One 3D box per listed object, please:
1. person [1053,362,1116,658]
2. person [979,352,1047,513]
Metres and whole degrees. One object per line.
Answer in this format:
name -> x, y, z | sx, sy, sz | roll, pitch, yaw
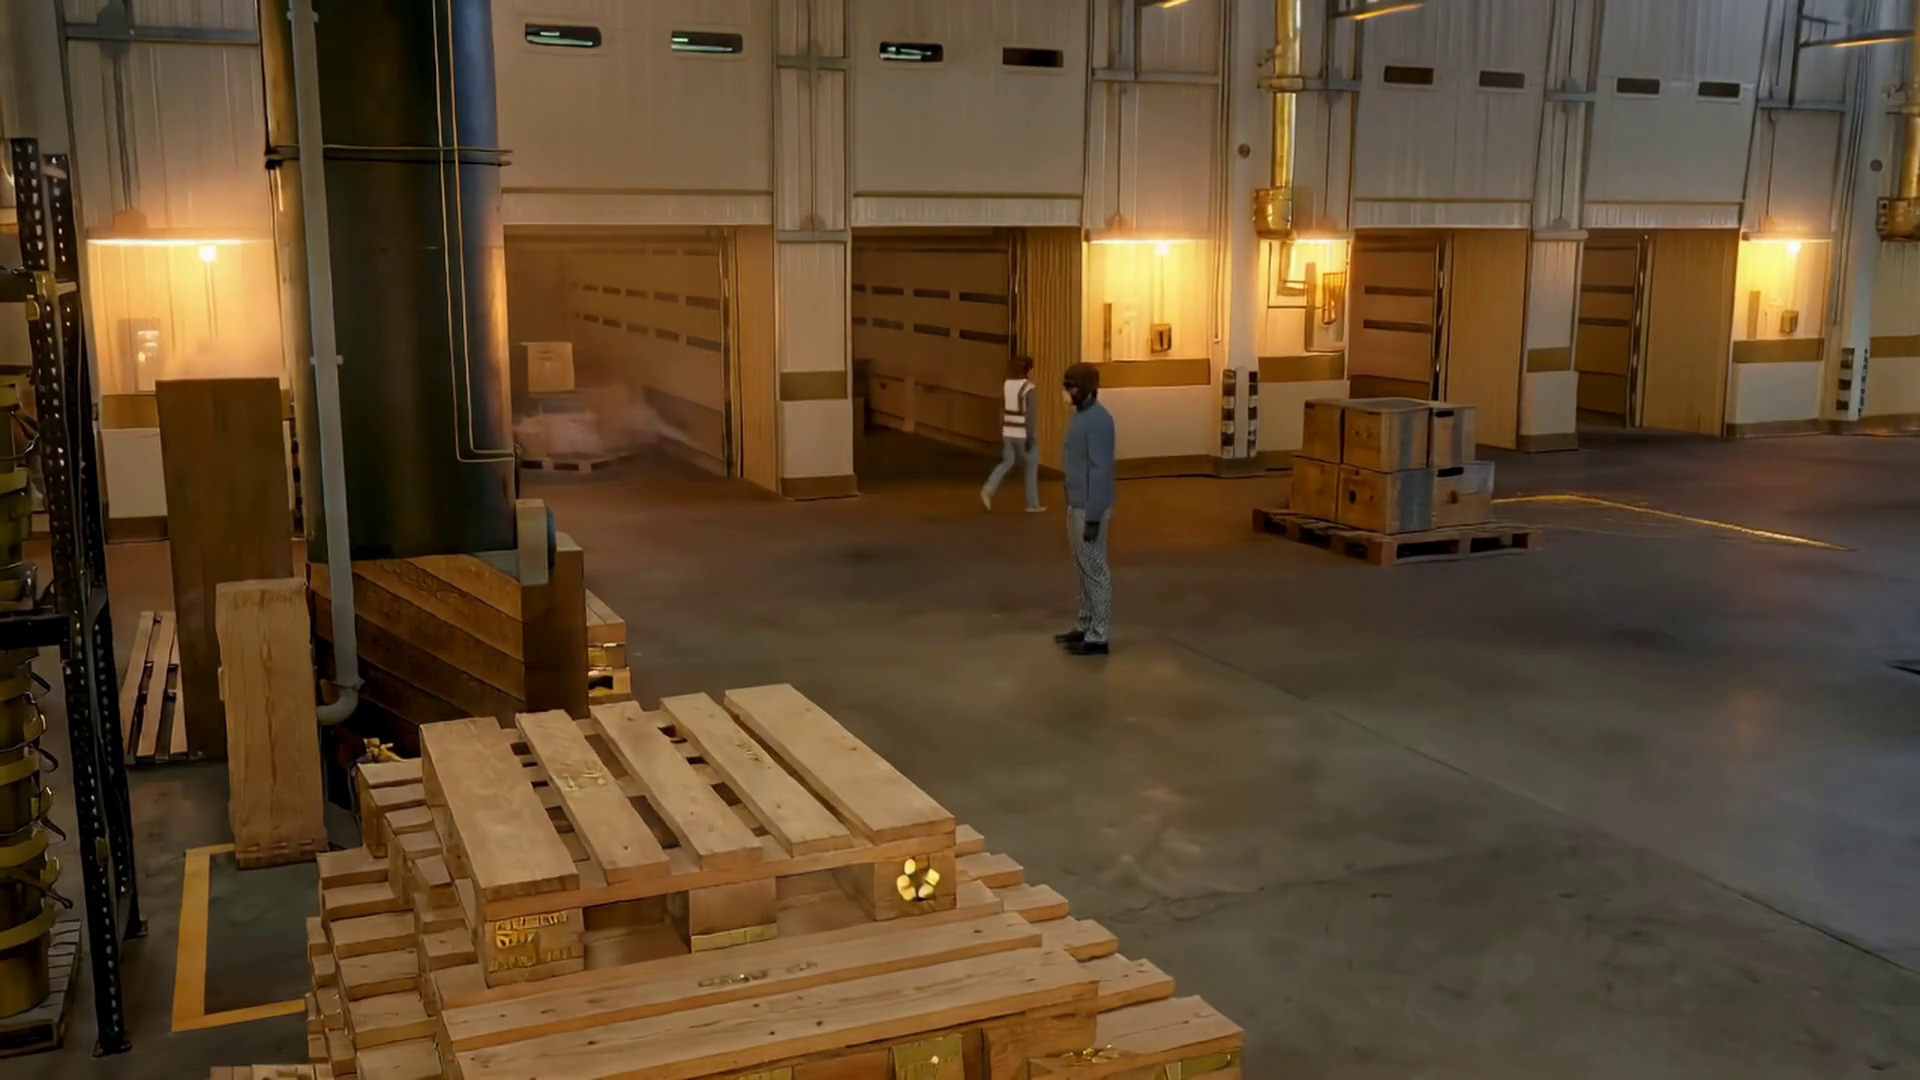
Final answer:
person -> 0.831, -0.198, 10.891 | 0.372, 1.935, 0.627 | -1, 10, -6
person -> 0.530, -1.049, 16.445 | 0.691, 1.615, 0.517 | -9, 14, -41
